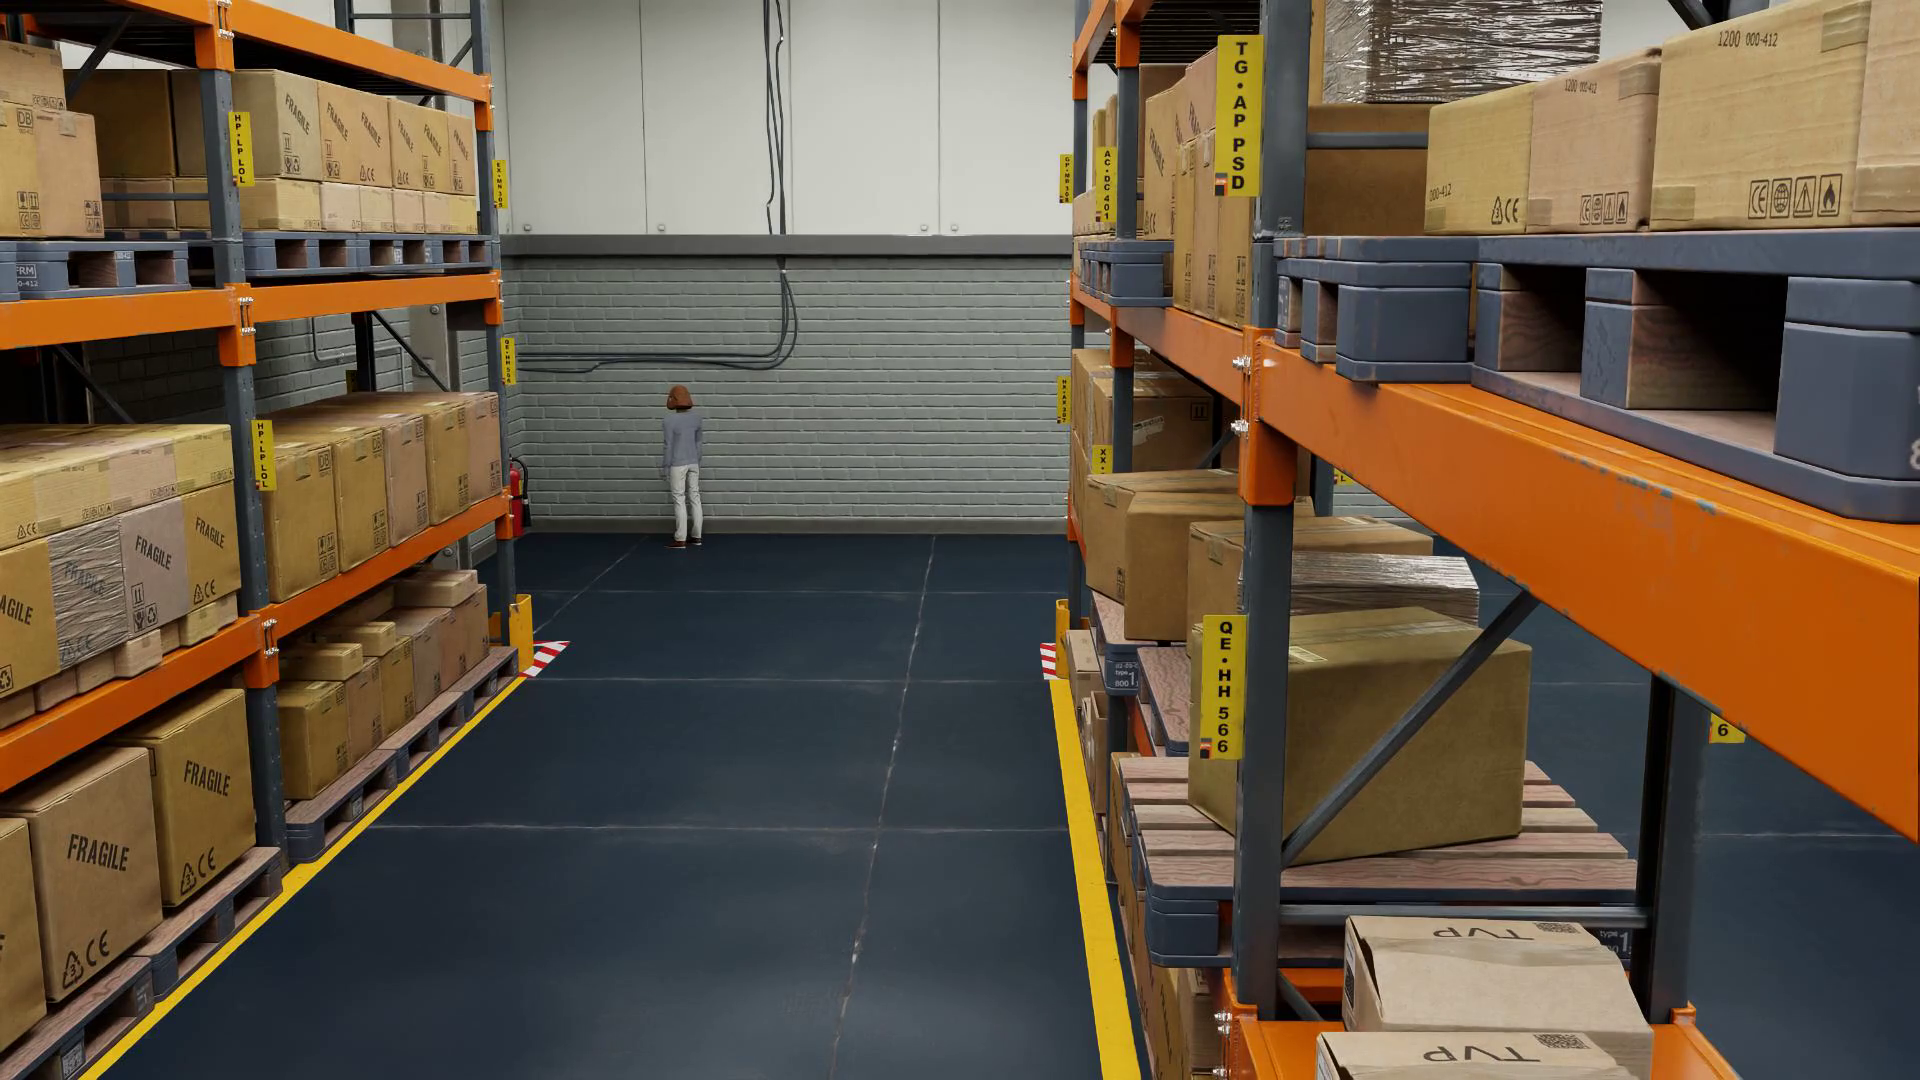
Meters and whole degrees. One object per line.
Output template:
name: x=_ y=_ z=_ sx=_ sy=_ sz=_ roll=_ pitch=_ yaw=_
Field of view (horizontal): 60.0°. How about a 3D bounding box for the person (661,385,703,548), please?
person: x=-2.785 y=-0.732 z=16.687 sx=0.286 sy=1.633 sz=0.500 roll=8 pitch=13 yaw=37
